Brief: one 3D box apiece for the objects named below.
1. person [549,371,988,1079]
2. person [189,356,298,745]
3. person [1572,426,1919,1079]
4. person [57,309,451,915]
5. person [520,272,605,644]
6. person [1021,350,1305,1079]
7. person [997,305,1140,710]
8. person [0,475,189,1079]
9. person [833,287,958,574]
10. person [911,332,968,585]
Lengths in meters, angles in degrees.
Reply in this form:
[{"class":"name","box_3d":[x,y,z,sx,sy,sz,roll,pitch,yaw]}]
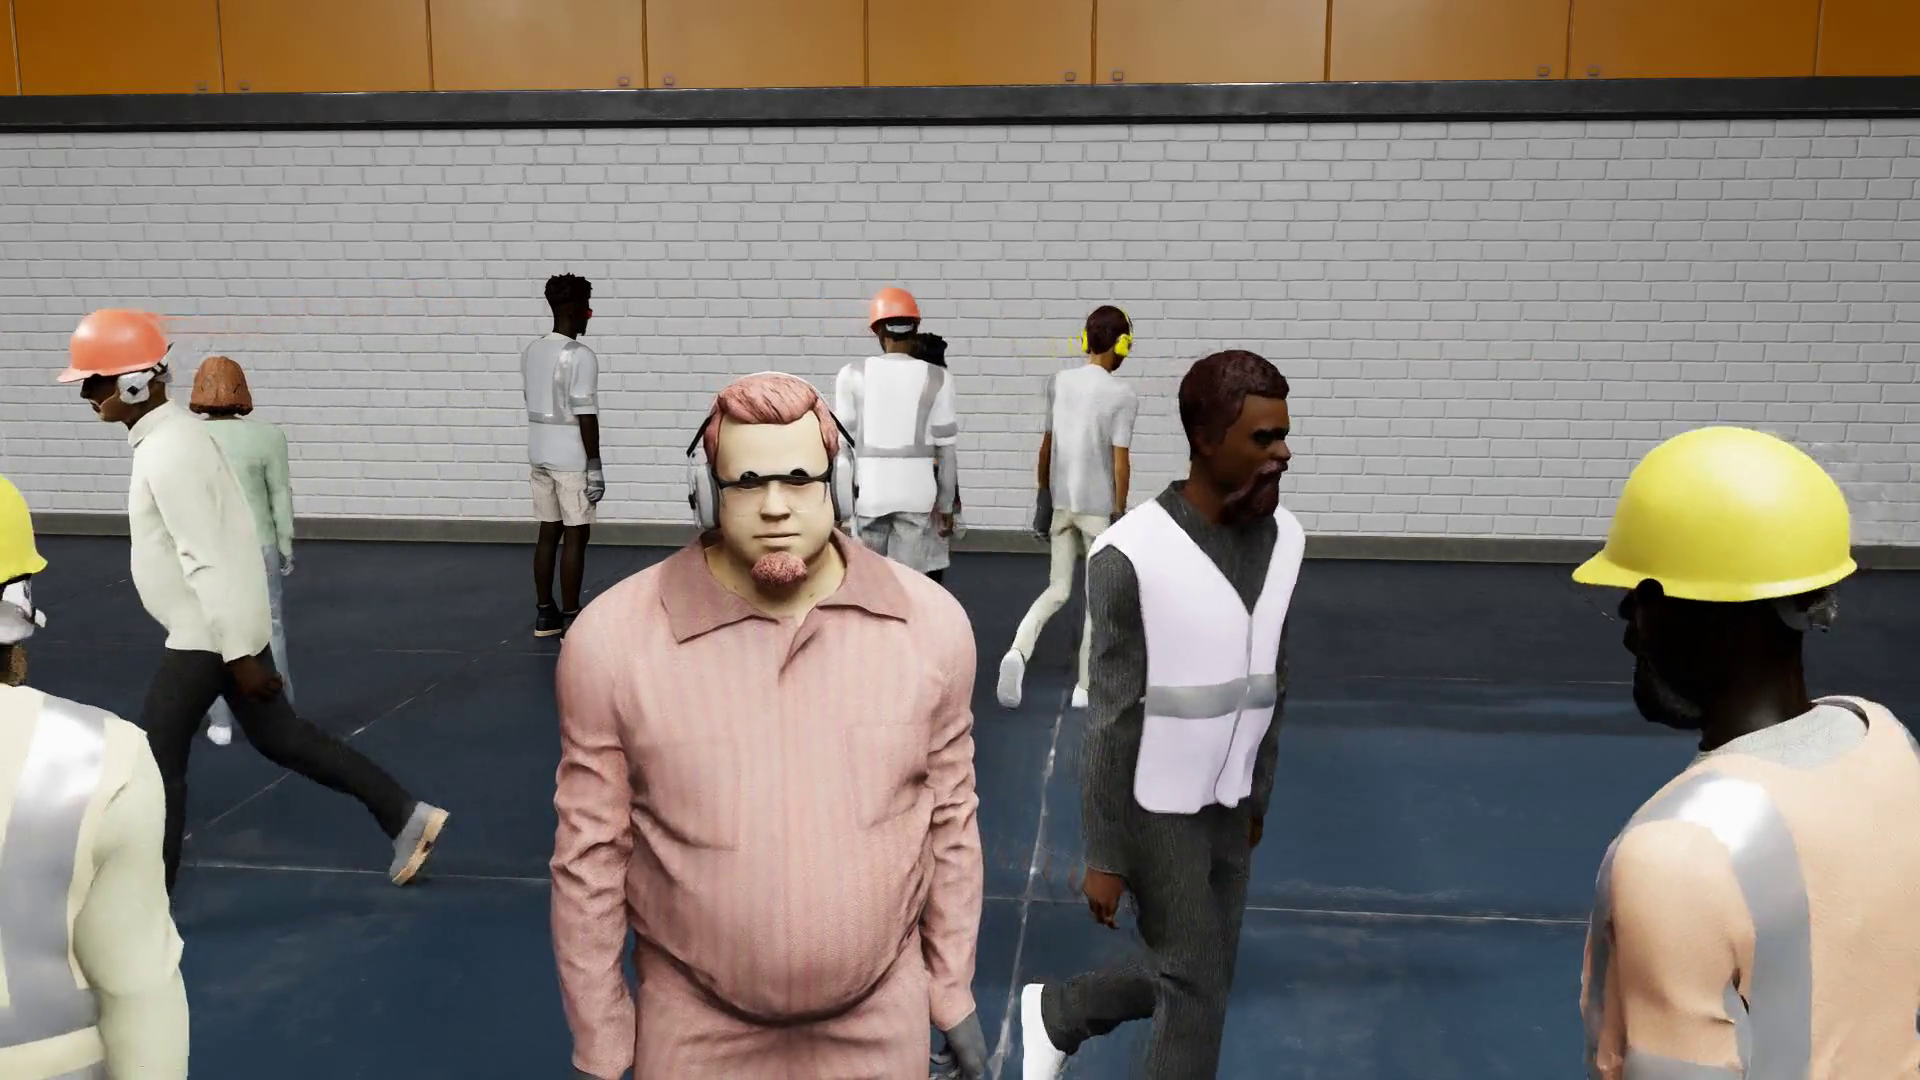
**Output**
[{"class":"person","box_3d":[-0.263,0.704,2.465,0.652,1.906,0.403,-3,10,-16]},{"class":"person","box_3d":[-3.063,0.048,7.004,0.501,1.631,0.284,-4,11,-21]},{"class":"person","box_3d":[0.945,0.812,1.922,0.590,1.893,0.933,-7,12,-34]},{"class":"person","box_3d":[-2.162,0.251,5.051,1.070,1.928,0.643,-3,10,-19]},{"class":"person","box_3d":[-2.082,-0.429,8.815,0.607,1.958,0.379,10,14,43]},{"class":"person","box_3d":[0.402,0.533,3.525,0.589,1.894,0.754,-9,13,-41]},{"class":"person","box_3d":[0.481,-0.113,7.346,0.582,1.837,0.707,8,13,40]},{"class":"person","box_3d":[-1.348,0.781,2.304,0.595,1.812,0.538,-2,10,-11]},{"class":"person","box_3d":[-0.292,-0.181,7.544,0.568,1.900,0.488,1,10,4]},{"class":"person","box_3d":[-0.183,-0.146,7.955,0.345,1.687,0.542,-6,11,-29]}]
